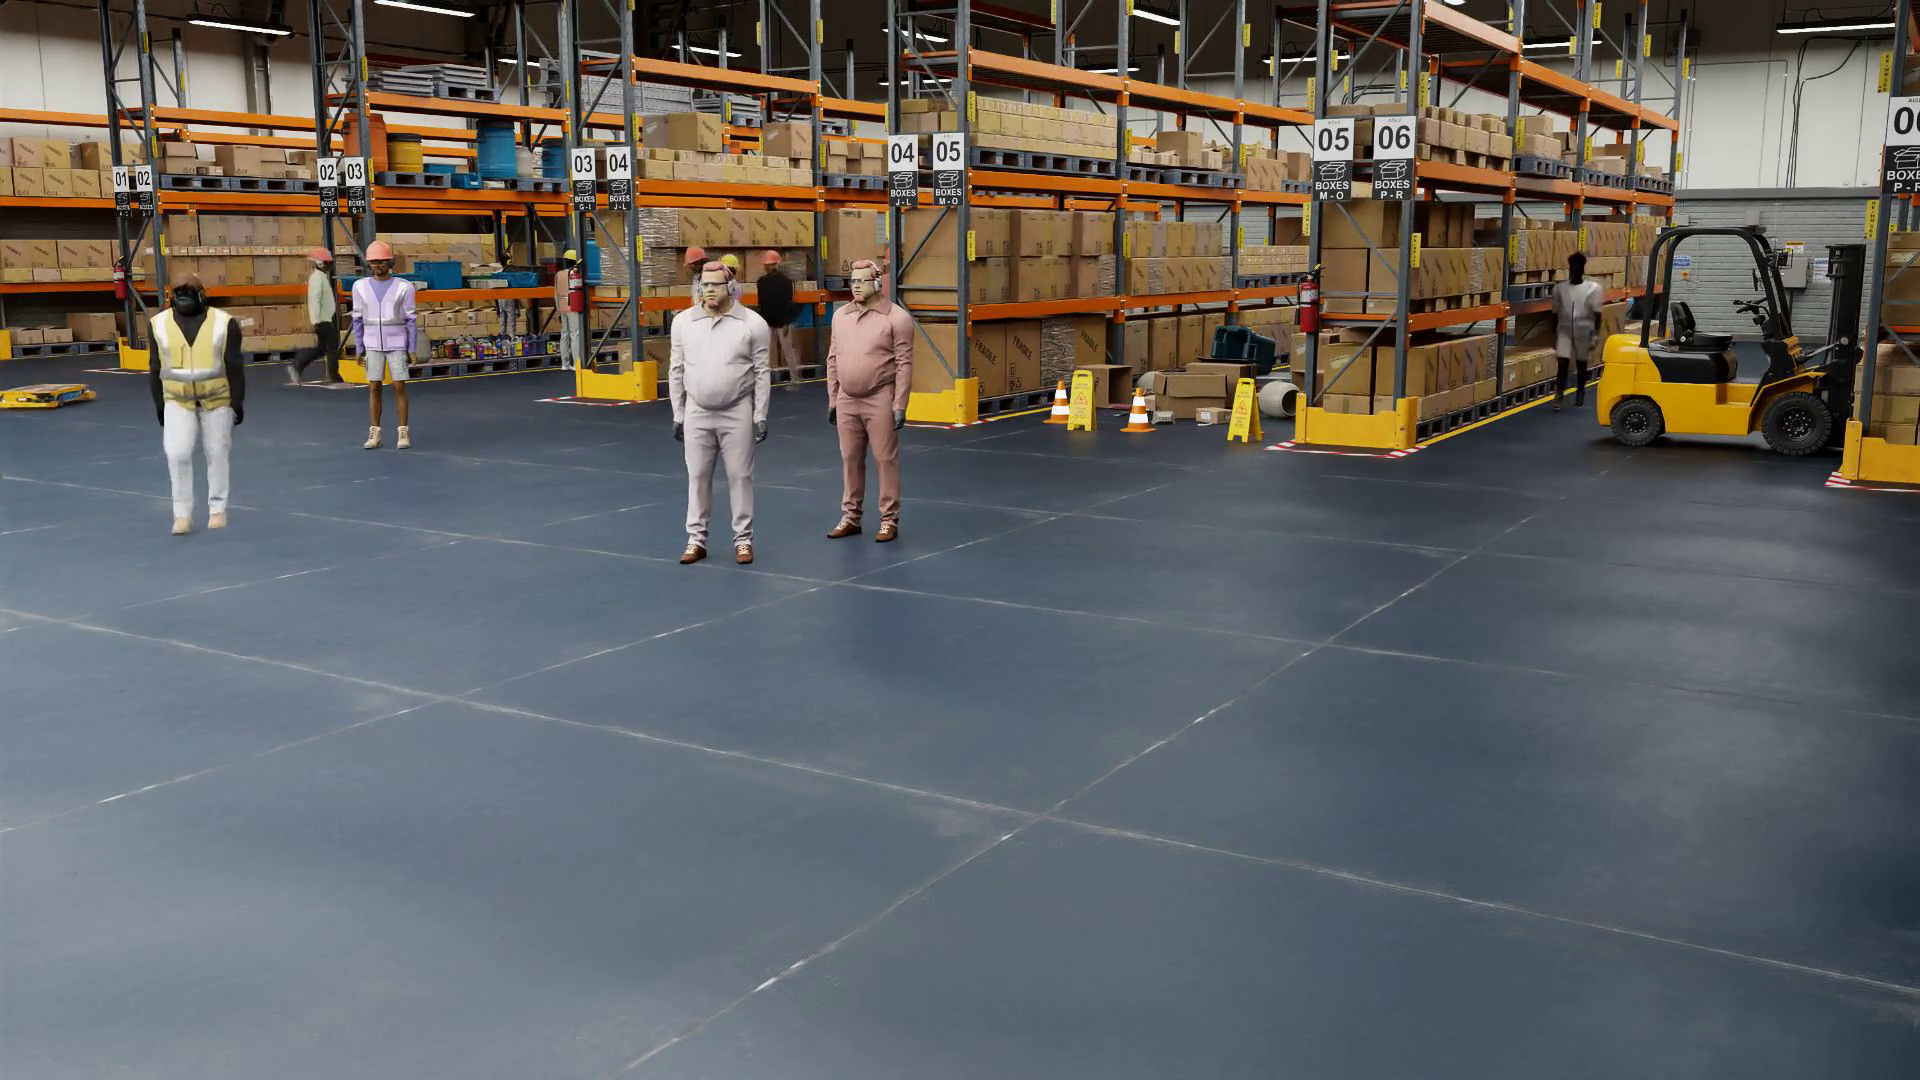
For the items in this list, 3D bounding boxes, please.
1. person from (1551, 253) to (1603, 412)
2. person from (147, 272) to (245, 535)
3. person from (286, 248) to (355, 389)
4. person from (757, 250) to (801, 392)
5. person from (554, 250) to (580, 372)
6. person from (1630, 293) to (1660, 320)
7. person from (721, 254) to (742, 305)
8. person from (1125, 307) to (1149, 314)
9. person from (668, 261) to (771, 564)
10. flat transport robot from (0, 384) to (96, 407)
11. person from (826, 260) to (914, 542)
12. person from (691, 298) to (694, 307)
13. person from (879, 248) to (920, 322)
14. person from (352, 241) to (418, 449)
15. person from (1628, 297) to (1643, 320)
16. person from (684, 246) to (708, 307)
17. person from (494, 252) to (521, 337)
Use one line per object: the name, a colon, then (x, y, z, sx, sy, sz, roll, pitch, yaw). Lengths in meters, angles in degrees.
person: (7.495, -2.526, 20.226, 0.620, 1.911, 1.045, 6, 12, 29)
person: (-5.320, -0.943, 11.607, 0.630, 1.821, 0.700, -3, 11, -18)
person: (-8.926, -3.059, 23.056, 0.831, 1.972, 0.625, -3, 10, -14)
person: (-2.487, -2.930, 22.424, 0.634, 1.933, 1.060, 6, 12, 29)
person: (-6.149, -3.620, 26.317, 0.586, 1.916, 0.391, 7, 12, 36)
person: (12.862, -4.539, 31.110, 0.705, 2.000, 0.537, -7, 12, -33)
person: (-3.120, -2.831, 21.984, 0.597, 1.890, 0.950, 6, 12, 31)
person: (3.152, -4.221, 29.888, 0.429, 1.842, 0.633, -10, 14, -44)
person: (-1.519, -0.791, 10.497, 0.642, 1.909, 0.399, 1, 10, 3)
flat transport robot: (-11.433, -1.808, 20.772, 0.652, 0.197, 1.431, -1, 10, -6)
person: (-0.638, -0.940, 11.334, 0.641, 1.908, 0.407, 5, 11, 26)
person: (-3.116, -2.528, 20.810, 0.540, 1.695, 0.317, 5, 11, 27)
person: (-0.794, -2.632, 20.582, 0.611, 1.986, 0.392, 4, 11, 20)
person: (-5.651, -1.907, 16.363, 0.607, 2.045, 0.390, -1, 10, -6)
person: (12.932, -4.499, 31.916, 0.613, 1.672, 0.536, 2, 10, 9)
person: (-3.130, -2.688, 20.874, 0.660, 1.996, 0.630, -5, 11, -27)
person: (-7.727, -3.977, 28.441, 0.508, 1.873, 0.329, 5, 11, 26)
